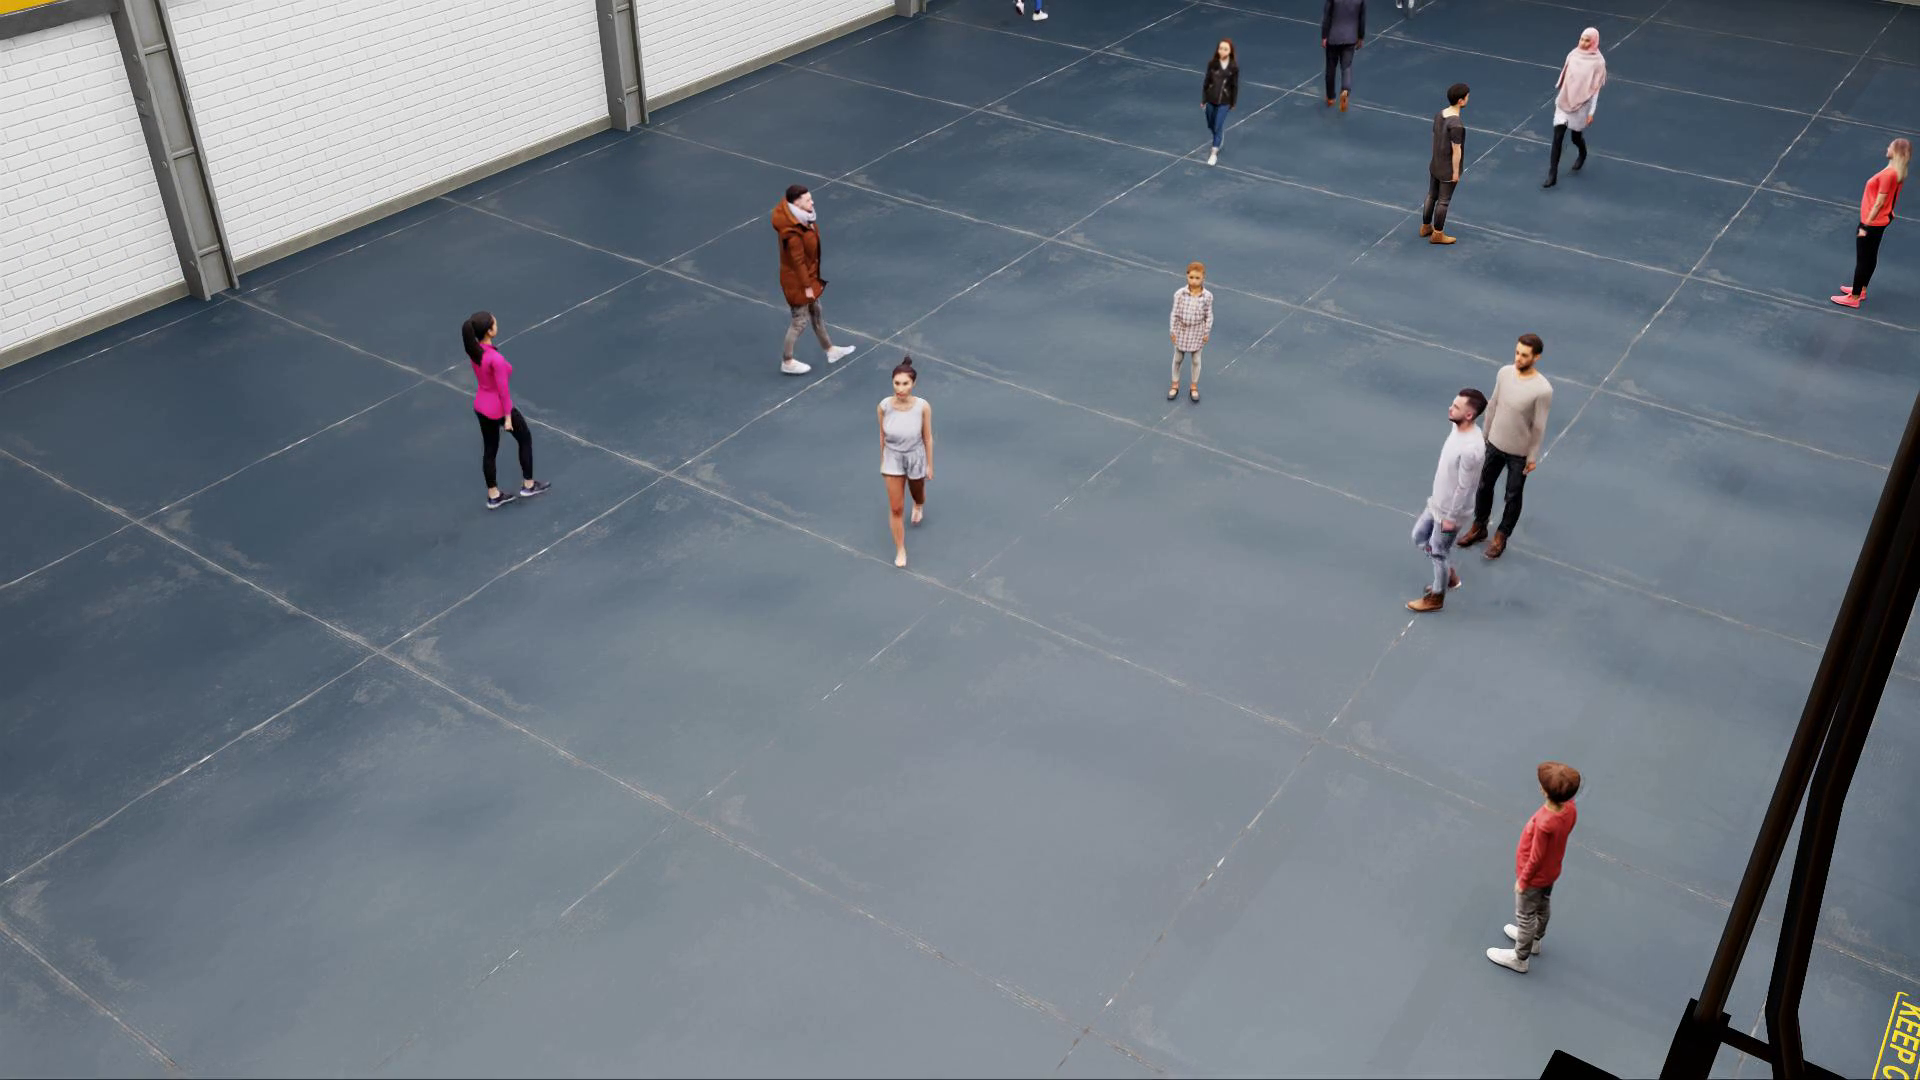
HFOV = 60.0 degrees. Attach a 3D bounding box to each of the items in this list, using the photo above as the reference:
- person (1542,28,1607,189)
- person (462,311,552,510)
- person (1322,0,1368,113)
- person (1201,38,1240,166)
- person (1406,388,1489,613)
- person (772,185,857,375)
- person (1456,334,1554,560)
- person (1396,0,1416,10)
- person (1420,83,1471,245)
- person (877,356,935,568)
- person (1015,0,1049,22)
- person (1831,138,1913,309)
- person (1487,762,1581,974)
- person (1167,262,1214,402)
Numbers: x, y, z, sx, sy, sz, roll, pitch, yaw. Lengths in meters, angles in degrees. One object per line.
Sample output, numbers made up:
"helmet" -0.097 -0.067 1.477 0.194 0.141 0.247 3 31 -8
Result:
"person" 7.067 -4.951 19.020 0.738 1.776 1.161 27 42 34
"person" -3.748 -0.994 13.150 0.571 1.684 0.720 22 39 29
"person" 4.833 -6.318 21.053 0.974 1.802 1.123 4 34 6
"person" 3.085 -5.239 19.739 0.666 1.460 0.978 14 36 20
"person" 3.588 -0.263 11.917 0.867 1.831 0.780 0 34 0
"person" -1.519 -2.329 15.045 1.079 1.809 1.040 -3 34 -5
"person" 4.190 -0.725 12.581 0.635 1.866 0.709 -27 42 -34
"person" 6.743 -8.714 24.885 0.783 1.551 0.941 3 34 4
"person" 5.150 -4.001 17.644 0.749 1.717 0.710 -9 35 -13
"person" -0.407 -0.640 12.710 0.907 1.581 1.076 1 34 2
"person" 1.065 -8.483 24.352 0.876 1.757 0.772 -23 40 -31
"person" 9.007 -3.127 16.350 0.674 1.694 0.496 27 42 34
"person" 3.214 1.804 9.182 0.605 1.417 0.455 28 43 35
"person" 2.051 -1.872 14.807 0.616 1.313 0.650 4 34 5
